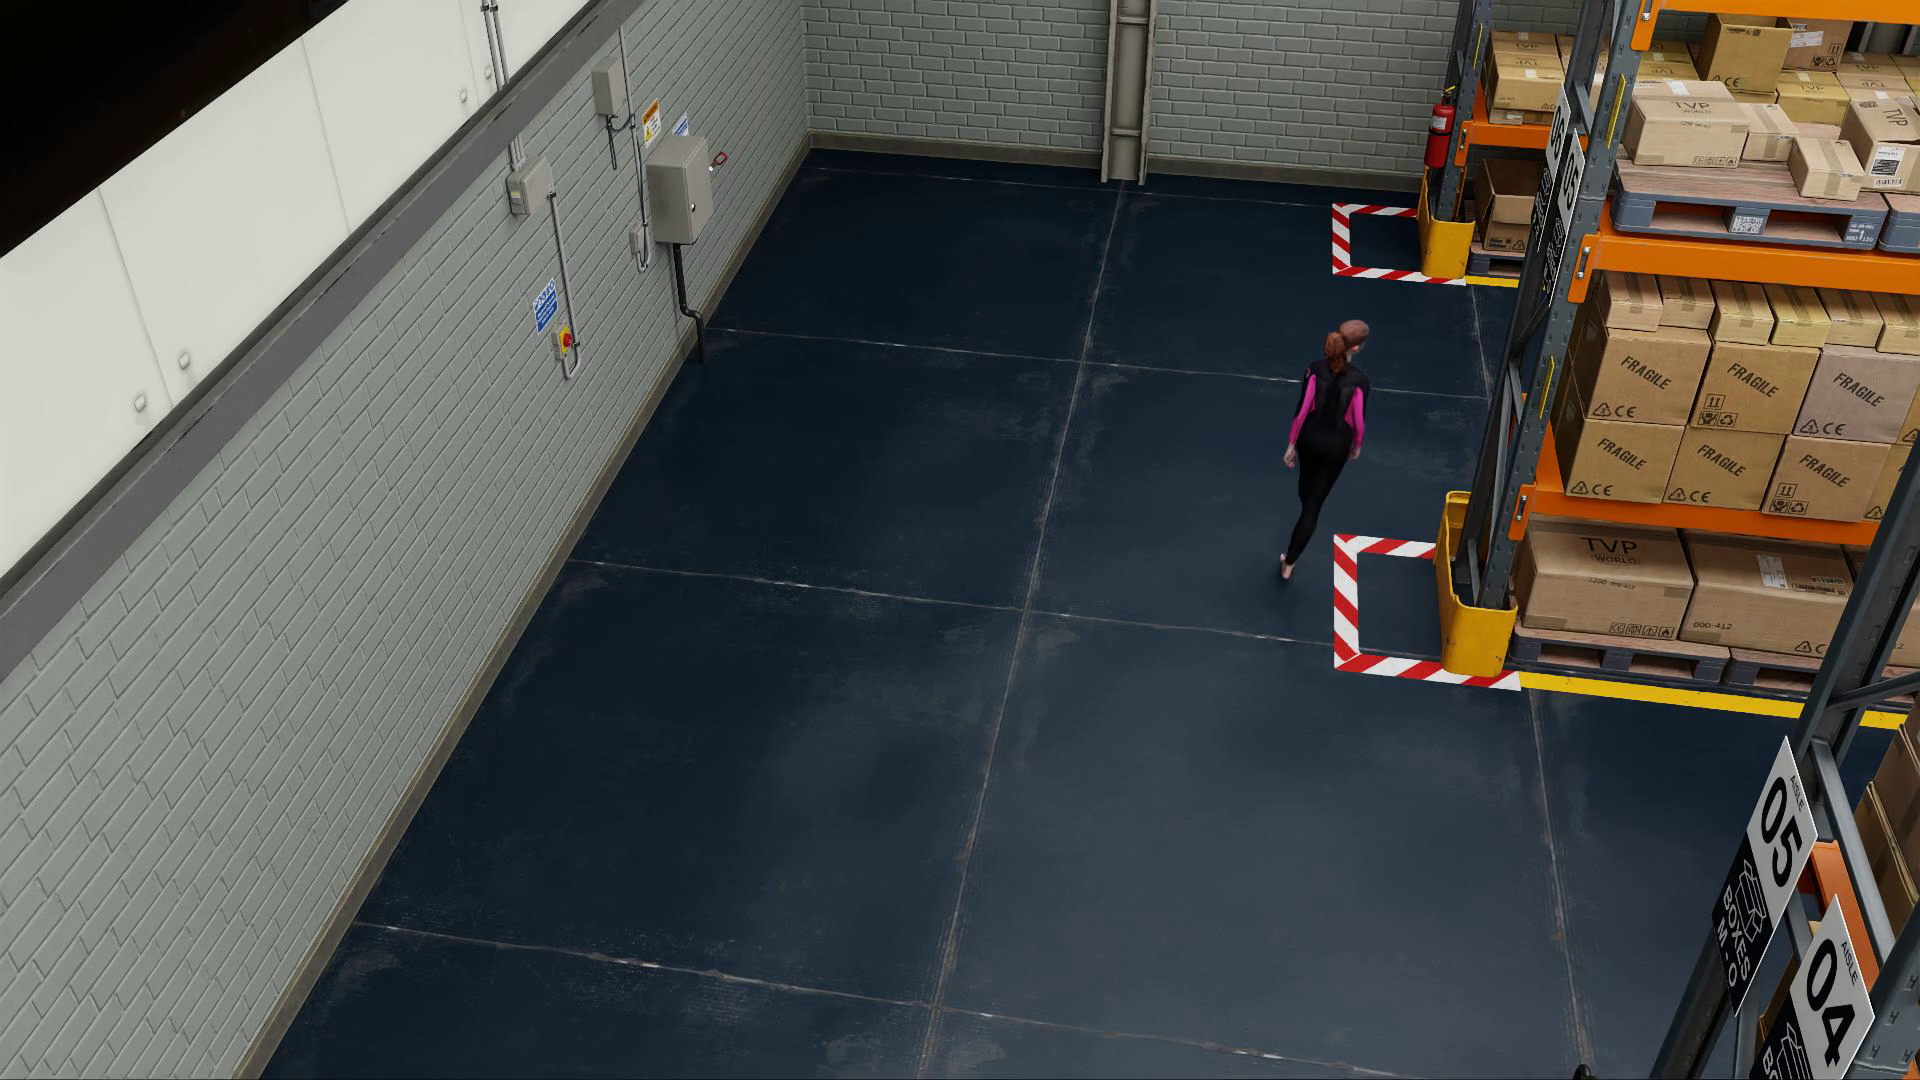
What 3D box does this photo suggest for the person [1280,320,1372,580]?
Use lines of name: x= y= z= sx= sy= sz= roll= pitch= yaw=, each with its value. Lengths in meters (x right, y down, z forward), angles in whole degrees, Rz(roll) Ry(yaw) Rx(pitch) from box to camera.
person: x=2.178 y=-0.495 z=10.082 sx=1.098 sy=1.692 sz=0.843 roll=14 pitch=39 yaw=17
